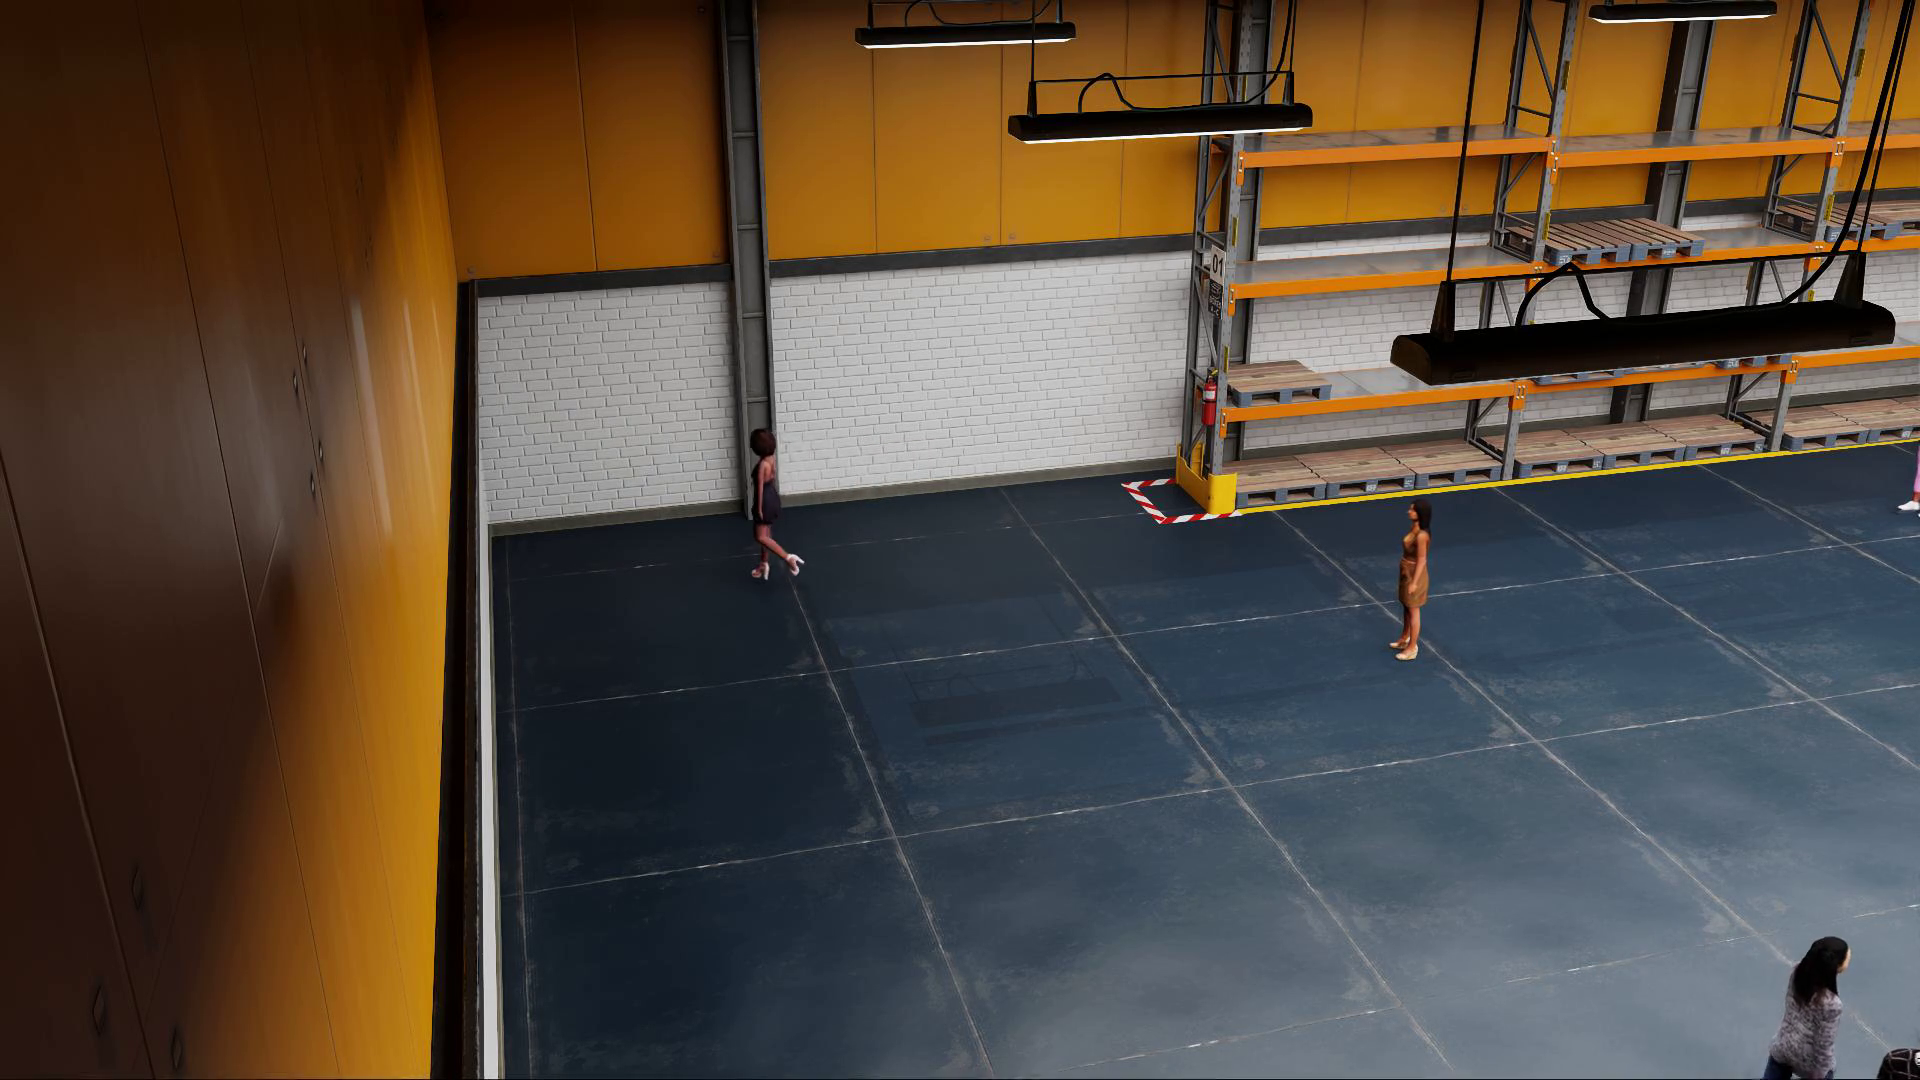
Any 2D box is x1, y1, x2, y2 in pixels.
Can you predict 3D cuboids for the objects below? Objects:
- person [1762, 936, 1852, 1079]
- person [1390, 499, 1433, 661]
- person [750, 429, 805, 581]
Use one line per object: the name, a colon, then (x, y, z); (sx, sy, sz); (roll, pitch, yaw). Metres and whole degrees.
person: (5.015, 3.123, 10.081); (1.043, 1.708, 0.618); (-5, 24, -12)
person: (4.467, 0.376, 16.387); (0.597, 1.690, 0.620); (1, 24, 1)
person: (-2.029, -0.345, 17.930); (0.982, 1.774, 0.841); (6, 24, 14)
